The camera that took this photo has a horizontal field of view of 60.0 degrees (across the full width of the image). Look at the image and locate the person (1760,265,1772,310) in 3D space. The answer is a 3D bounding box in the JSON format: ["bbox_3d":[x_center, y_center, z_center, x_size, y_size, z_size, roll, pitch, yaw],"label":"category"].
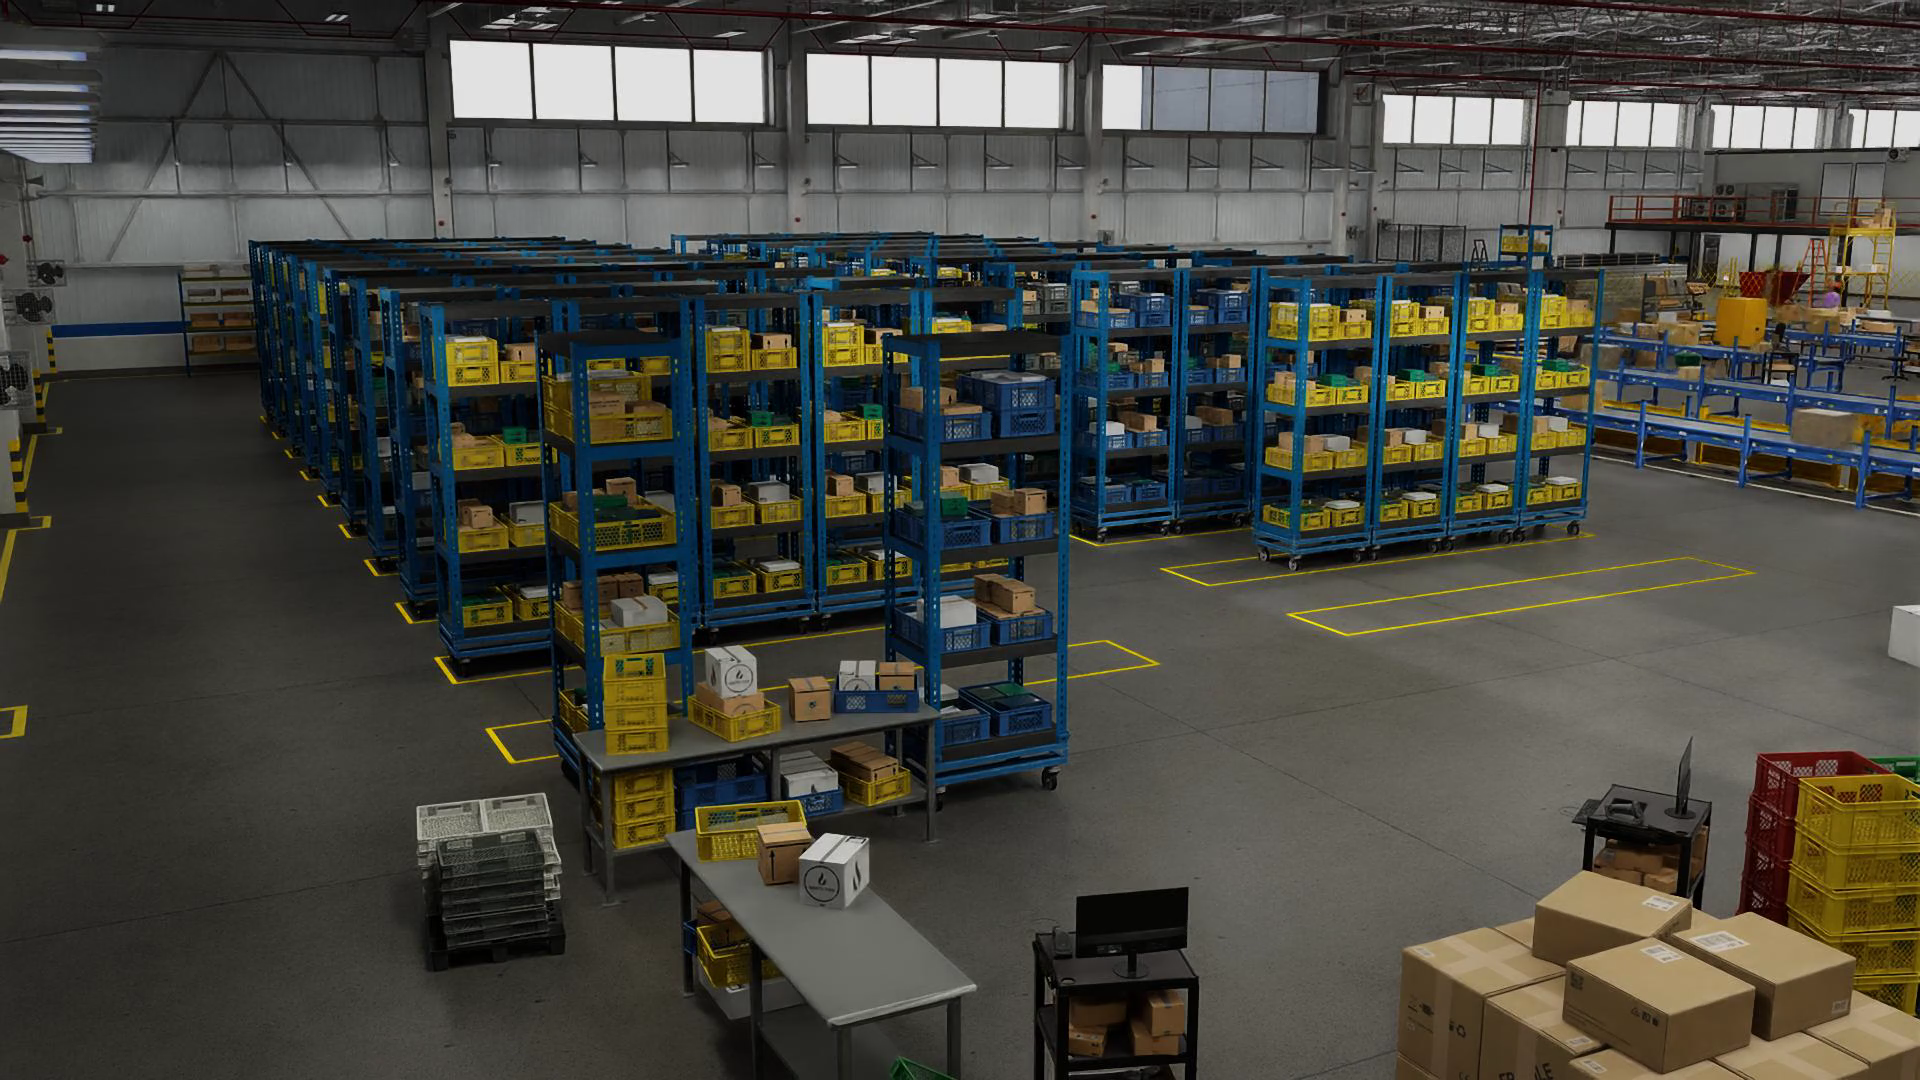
[{"bbox_3d":[30.484,-9.542,62.937,0.628,1.698,0.540,2,12,11],"label":"person"}]

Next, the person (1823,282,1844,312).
[{"bbox_3d":[25.559,-6.644,48.880,0.619,1.899,0.608,-2,12,-11],"label":"person"}]

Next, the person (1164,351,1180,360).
[{"bbox_3d":[5.124,-4.709,40.309,0.515,1.708,0.905,5,13,22],"label":"person"}]

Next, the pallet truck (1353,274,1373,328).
[{"bbox_3d":[13.011,-8.050,55.243,0.823,1.965,1.885,-7,14,-28],"label":"pallet truck"}]
